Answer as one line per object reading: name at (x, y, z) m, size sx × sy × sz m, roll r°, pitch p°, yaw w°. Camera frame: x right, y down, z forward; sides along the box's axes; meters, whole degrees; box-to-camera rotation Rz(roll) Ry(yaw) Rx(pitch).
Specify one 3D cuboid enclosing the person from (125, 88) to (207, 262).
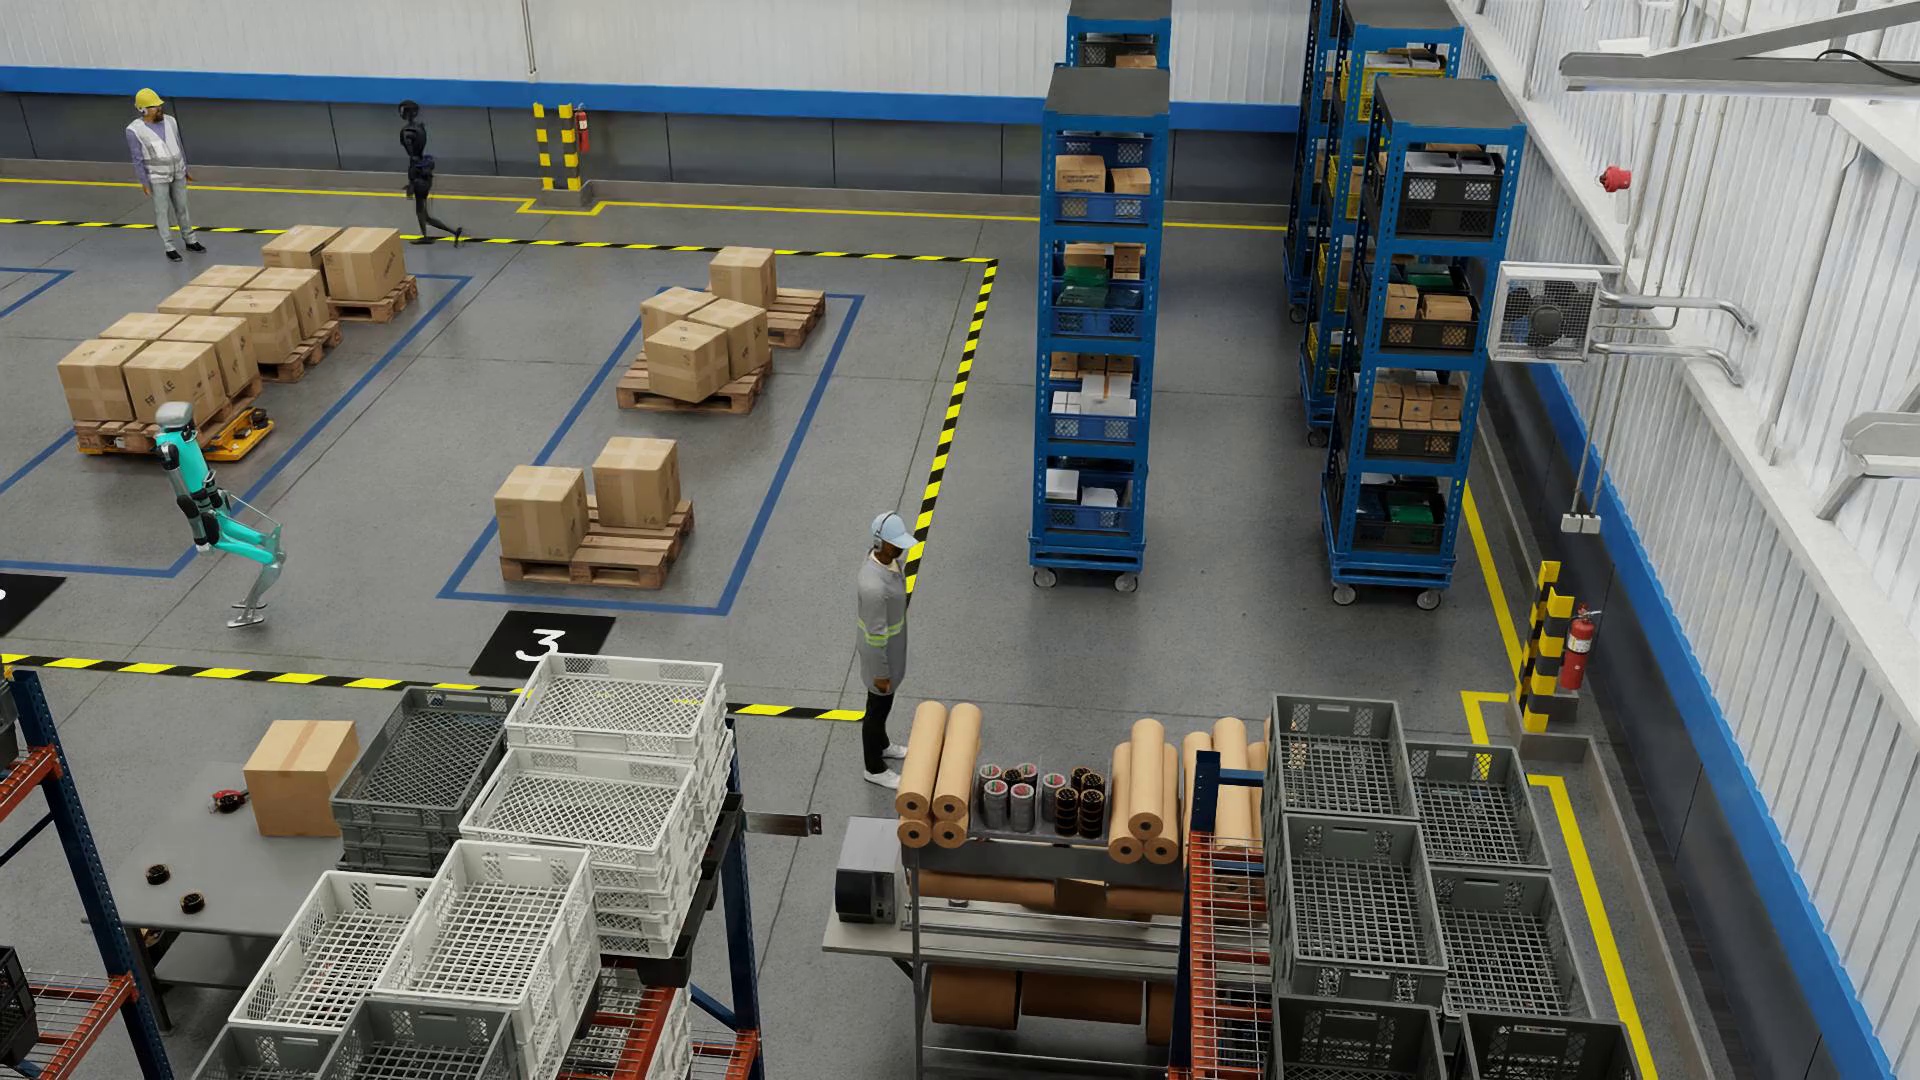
person at (-8.529, -3.925, 17.854) m, size 0.404 × 1.836 × 0.599 m, roll 17°, pitch 34°, yaw 27°

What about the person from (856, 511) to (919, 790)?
person at (-0.424, 0.643, 9.997) m, size 0.393 × 1.849 × 0.593 m, roll 3°, pitch 30°, yaw 5°

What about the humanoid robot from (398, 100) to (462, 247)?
humanoid robot at (-5.827, -3.996, 18.149) m, size 0.600 × 1.633 × 0.602 m, roll -2°, pitch 30°, yaw -4°

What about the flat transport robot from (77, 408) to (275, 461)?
flat transport robot at (-6.728, -0.944, 14.268) m, size 1.431 × 0.197 × 0.652 m, roll 3°, pitch 30°, yaw 6°

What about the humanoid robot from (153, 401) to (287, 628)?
humanoid robot at (-4.971, -0.182, 11.392) m, size 0.735 × 1.677 × 0.533 m, roll -4°, pitch 30°, yaw -7°

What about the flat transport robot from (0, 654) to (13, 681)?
flat transport robot at (-7.142, 0.969, 11.010) m, size 1.431 × 0.231 × 0.659 m, roll 3°, pitch 30°, yaw 6°
